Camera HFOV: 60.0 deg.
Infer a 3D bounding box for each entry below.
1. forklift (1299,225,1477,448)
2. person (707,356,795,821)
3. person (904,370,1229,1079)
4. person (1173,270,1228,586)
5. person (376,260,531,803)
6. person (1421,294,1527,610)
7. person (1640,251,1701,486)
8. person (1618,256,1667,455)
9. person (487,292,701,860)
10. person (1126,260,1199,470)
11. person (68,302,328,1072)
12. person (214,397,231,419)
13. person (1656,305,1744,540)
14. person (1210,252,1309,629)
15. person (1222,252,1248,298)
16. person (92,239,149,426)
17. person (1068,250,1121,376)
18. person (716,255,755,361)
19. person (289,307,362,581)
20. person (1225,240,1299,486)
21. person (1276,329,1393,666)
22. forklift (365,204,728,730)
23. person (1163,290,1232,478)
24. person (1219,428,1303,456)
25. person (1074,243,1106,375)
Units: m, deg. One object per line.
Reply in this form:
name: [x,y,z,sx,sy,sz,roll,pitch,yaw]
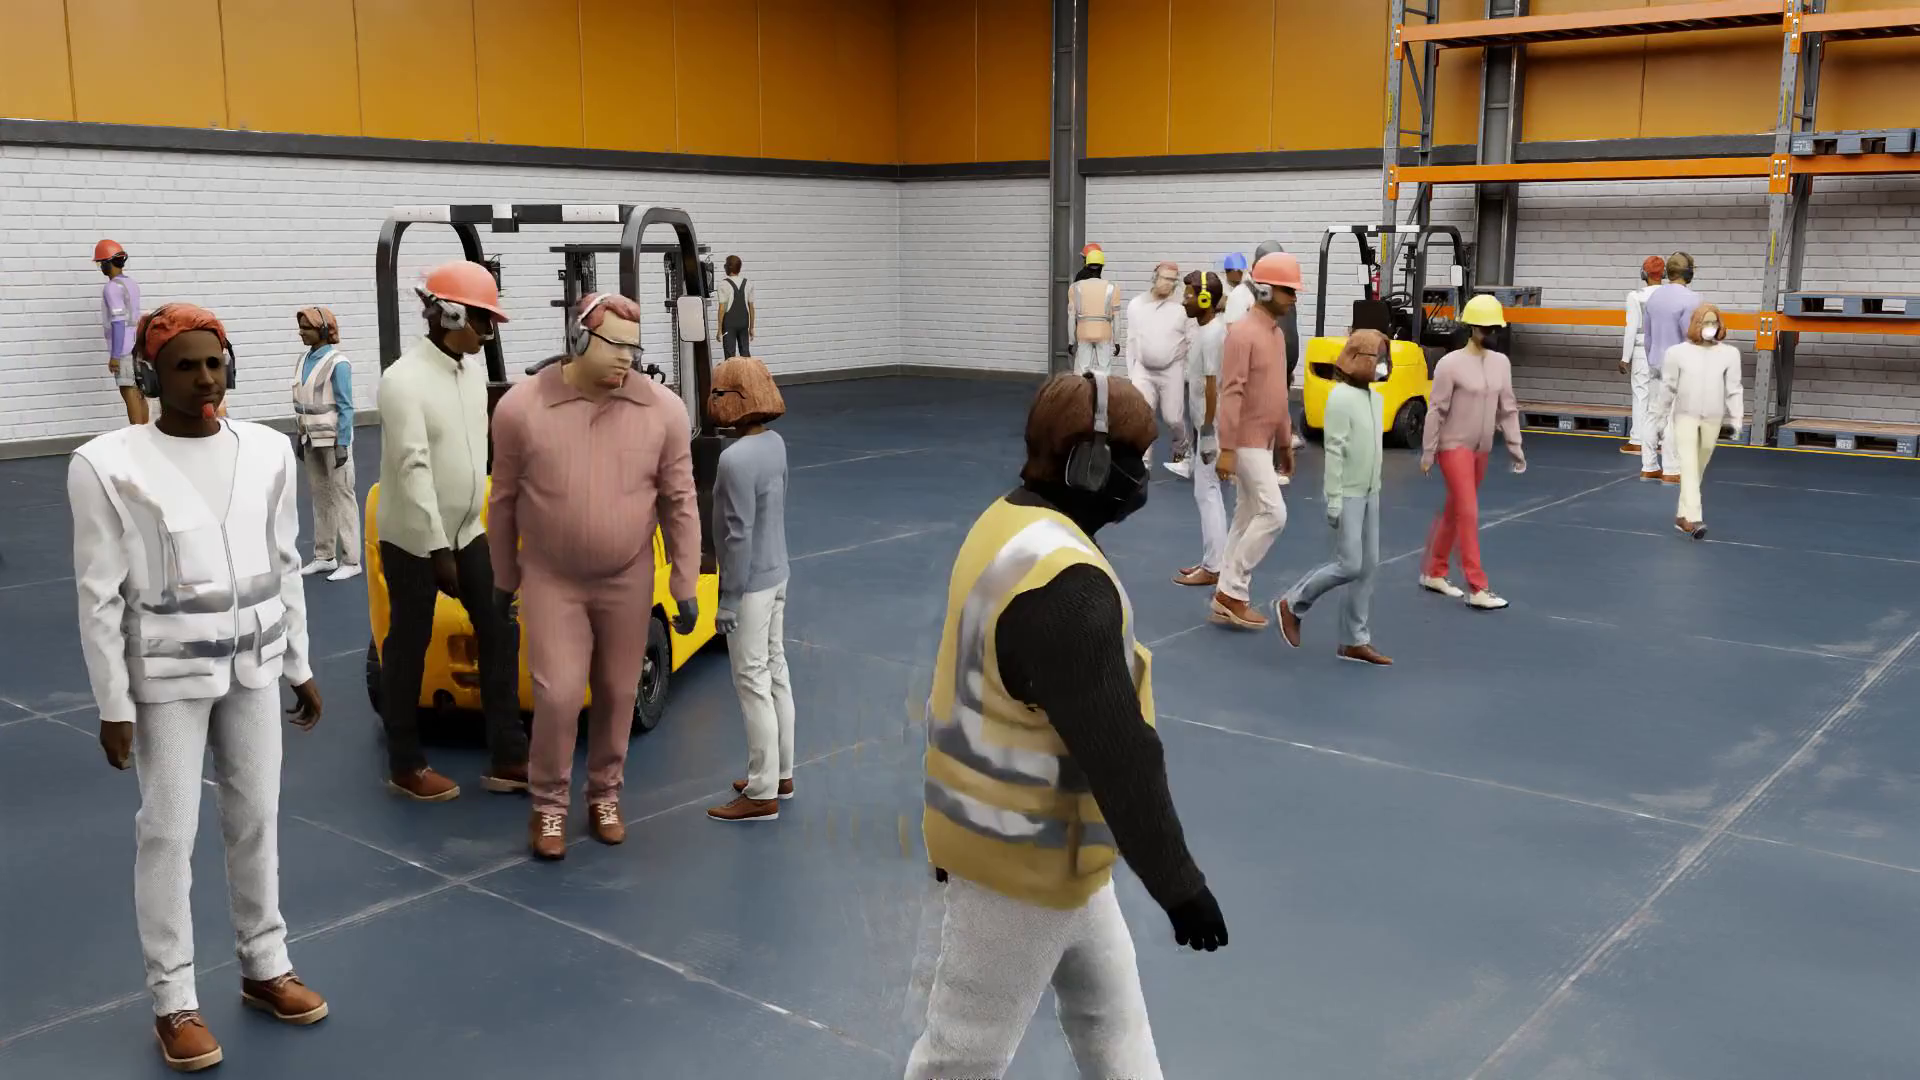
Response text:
forklift: [4.449,-2.115,16.993,1.214,2.155,2.313,8,13,38]
person: [-0.742,0.172,5.872,0.276,1.633,0.507,2,10,10]
person: [0.249,0.586,3.144,0.935,1.793,0.631,0,10,-2]
person: [1.448,-0.653,9.835,0.333,1.860,0.528,2,10,9]
person: [-1.769,0.001,5.917,0.800,1.954,0.650,4,11,20]
person: [2.883,-0.483,9.226,0.531,1.726,0.872,-6,12,-30]
person: [5.939,-1.421,13.858,0.372,1.940,0.629,-3,11,-14]
person: [6.558,-1.746,15.800,0.573,1.886,0.354,-1,10,-7]
person: [-1.204,0.122,5.500,0.663,1.869,0.557,-4,11,-20]
person: [1.724,-1.430,14.112,0.637,1.875,0.780,4,11,20]
person: [-1.881,0.358,4.169,0.354,1.889,0.588,7,13,35]
person: [-4.183,-0.397,9.149,0.898,1.583,0.525,-2,10,-12]
person: [5.065,-0.796,11.328,0.523,1.585,0.825,1,10,4]
person: [1.556,-0.504,8.683,0.500,1.965,0.627,5,11,27]
person: [2.682,-1.957,16.879,0.603,1.924,0.860,-3,11,-17]
person: [-7.882,-1.790,15.626,0.395,2.039,0.608,-2,10,-9]
person: [1.492,-2.250,18.488,0.594,1.922,0.386,1,10,6]
person: [-2.849,-2.680,21.088,0.515,1.845,0.333,-7,12,-32]
person: [-3.818,-0.577,10.010,0.513,1.641,0.307,7,13,36]
person: [2.540,-1.448,13.725,0.685,2.000,0.535,-7,12,-32]
person: [1.849,-0.208,7.998,0.491,1.617,0.525,9,13,39]
forklift: [-1.766,-0.406,7.525,1.214,2.155,2.313,1,10,7]
person: [2.084,-1.364,14.185,0.859,1.699,0.495,-3,11,-16]
person: [2.804,-1.594,15.605,0.869,1.663,0.532,5,11,24]
person: [1.655,-2.787,21.271,0.388,1.990,0.624,-3,11,-15]
